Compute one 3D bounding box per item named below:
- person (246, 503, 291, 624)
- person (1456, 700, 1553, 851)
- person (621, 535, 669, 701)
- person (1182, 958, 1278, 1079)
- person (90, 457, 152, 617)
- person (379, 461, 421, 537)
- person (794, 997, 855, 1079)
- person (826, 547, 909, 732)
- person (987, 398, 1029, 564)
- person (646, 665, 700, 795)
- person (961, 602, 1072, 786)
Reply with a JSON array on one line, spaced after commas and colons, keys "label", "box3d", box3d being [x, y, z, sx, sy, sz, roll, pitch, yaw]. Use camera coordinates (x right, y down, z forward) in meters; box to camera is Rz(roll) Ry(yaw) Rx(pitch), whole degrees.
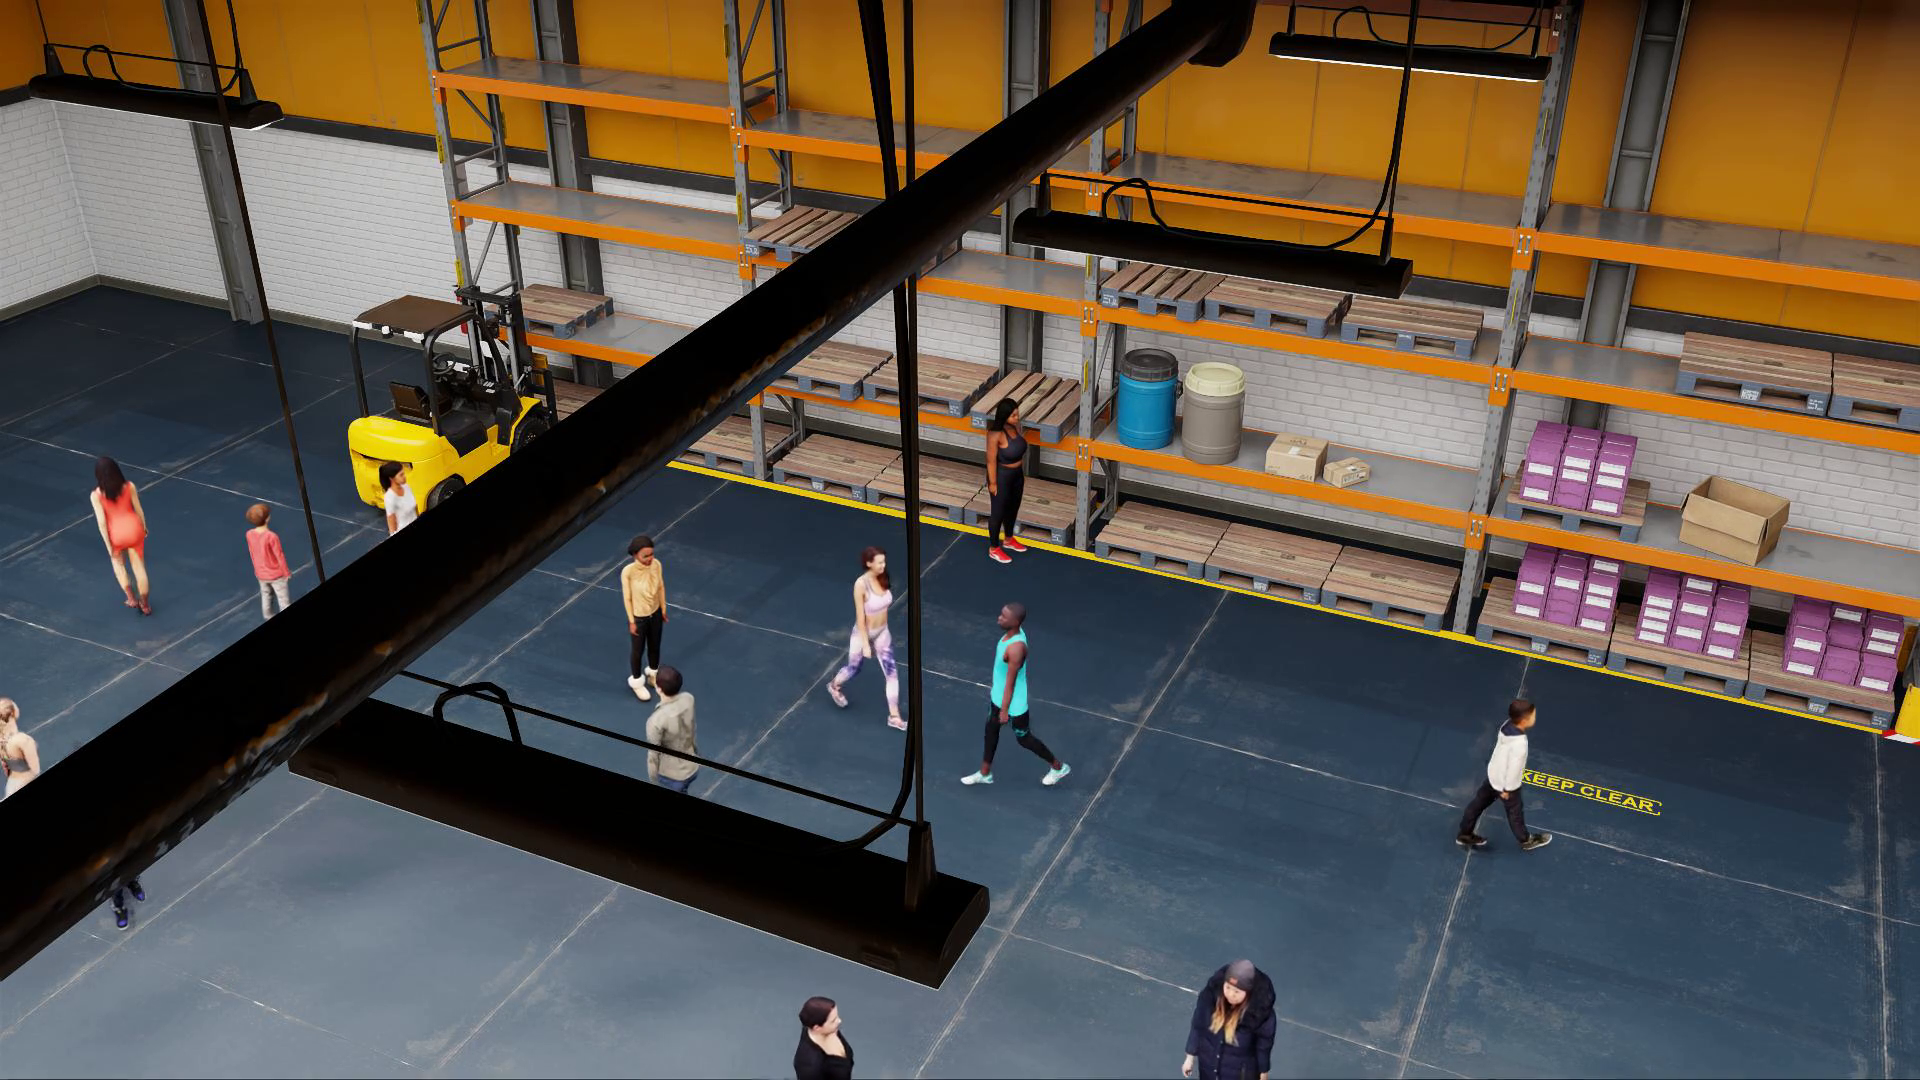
[{"label": "person", "box3d": [-6.648, 0.309, 16.010, 0.441, 1.416, 0.592, 10, 30, 17]}, {"label": "person", "box3d": [4.223, 1.879, 13.138, 1.044, 1.410, 0.859, -2, 29, -3]}, {"label": "person", "box3d": [-2.865, 0.678, 15.085, 0.655, 1.654, 0.679, -23, 36, -35]}, {"label": "person", "box3d": [1.733, 3.221, 10.426, 0.931, 1.651, 0.867, 23, 36, 35]}, {"label": "person", "box3d": [-8.153, -0.008, 16.290, 0.712, 1.704, 0.749, -19, 34, -31]}, {"label": "person", "box3d": [-5.546, -0.031, 16.432, 1.147, 1.609, 0.799, 3, 29, 6]}, {"label": "person", "box3d": [-0.942, 3.425, 9.990, 1.179, 1.711, 0.871, 4, 29, 7]}, {"label": "person", "box3d": [-0.861, 0.850, 14.693, 1.250, 1.727, 0.823, 23, 36, 36]}, {"label": "person", "box3d": [0.476, -0.663, 17.373, 0.697, 1.817, 0.716, 21, 35, 34]}, {"label": "person", "box3d": [-2.131, 1.806, 12.818, 1.074, 1.845, 0.754, 16, 32, 26]}, {"label": "person", "box3d": [0.517, 1.328, 13.765, 1.233, 1.777, 1.018, -3, 29, -6]}]
